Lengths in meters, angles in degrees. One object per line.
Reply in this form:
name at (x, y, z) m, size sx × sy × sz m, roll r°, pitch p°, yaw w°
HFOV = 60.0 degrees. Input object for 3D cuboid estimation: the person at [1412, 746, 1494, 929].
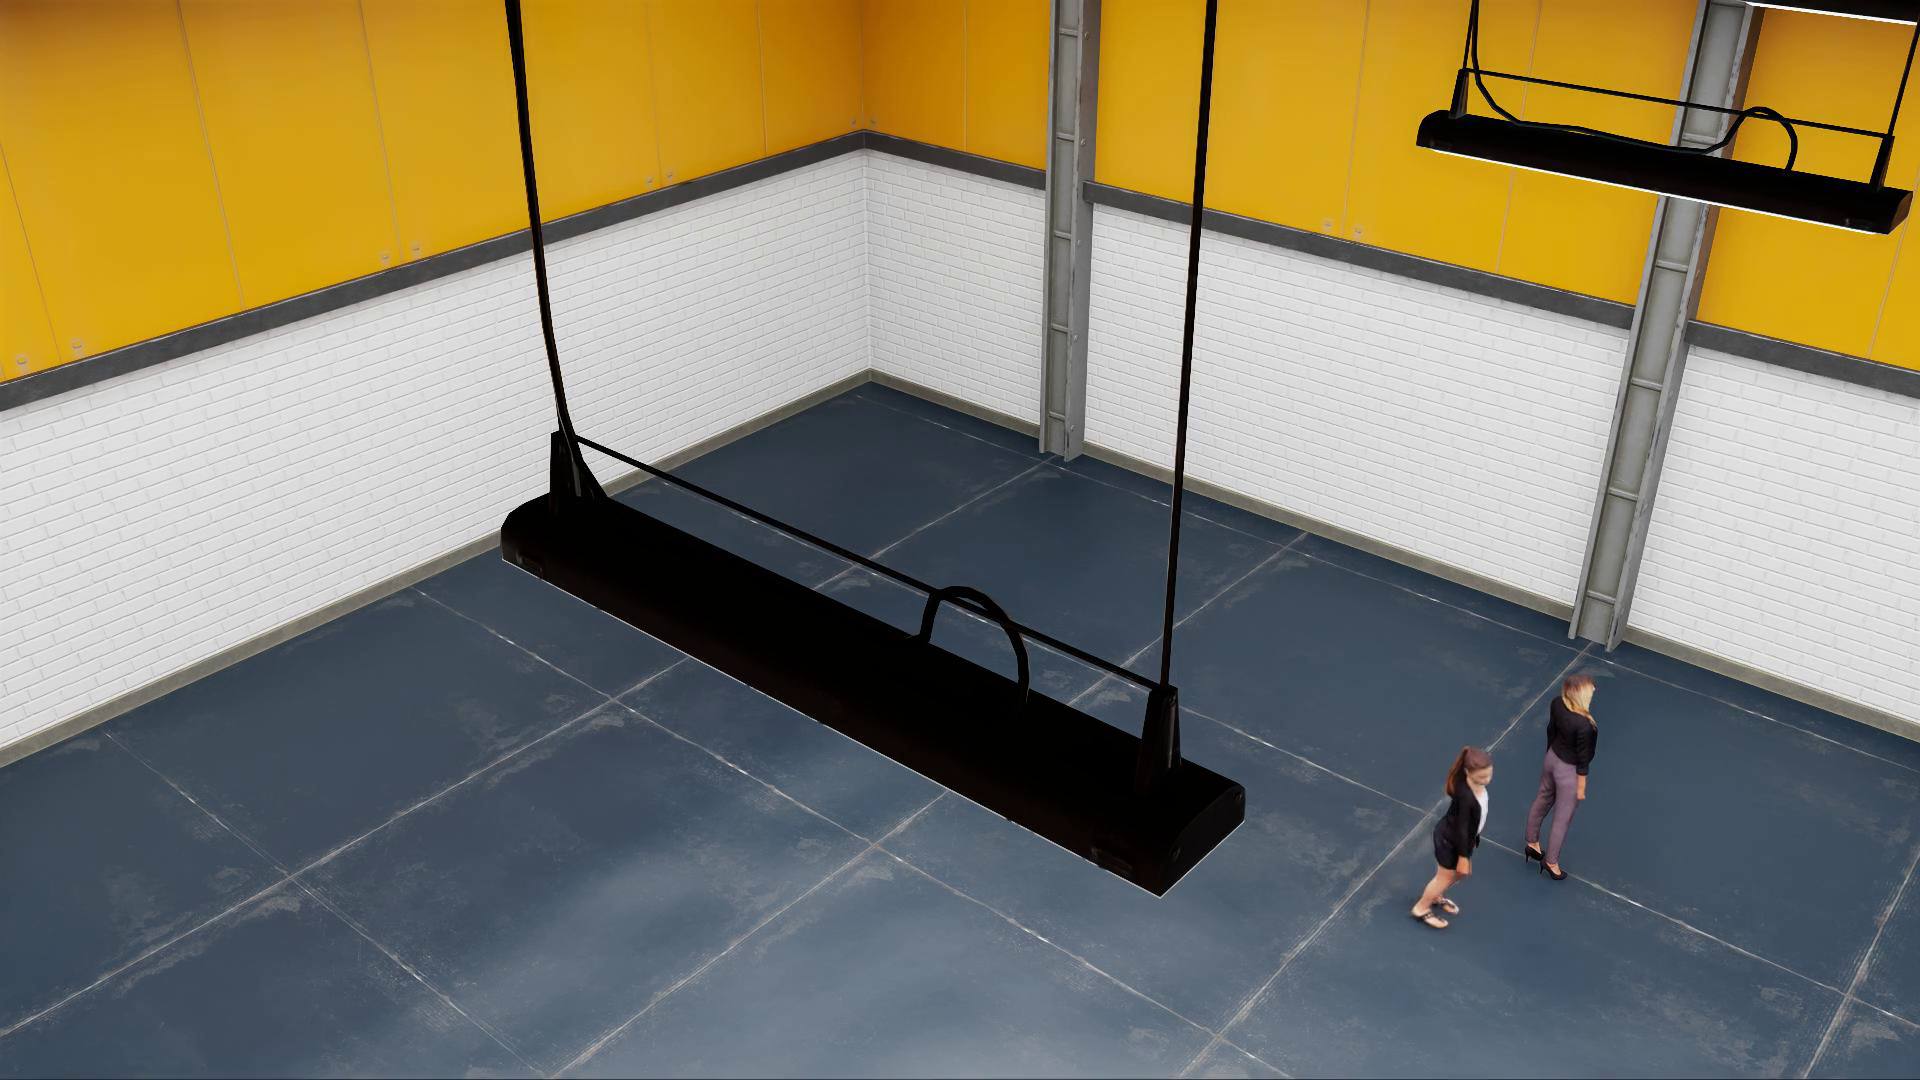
person at (3.319, 2.000, 11.290) m, size 0.646 × 1.525 × 0.611 m, roll 8°, pitch 30°, yaw 15°

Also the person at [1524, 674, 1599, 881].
person at (4.254, 1.658, 11.763) m, size 0.738 × 1.672 × 0.641 m, roll -8°, pitch 30°, yaw -14°
